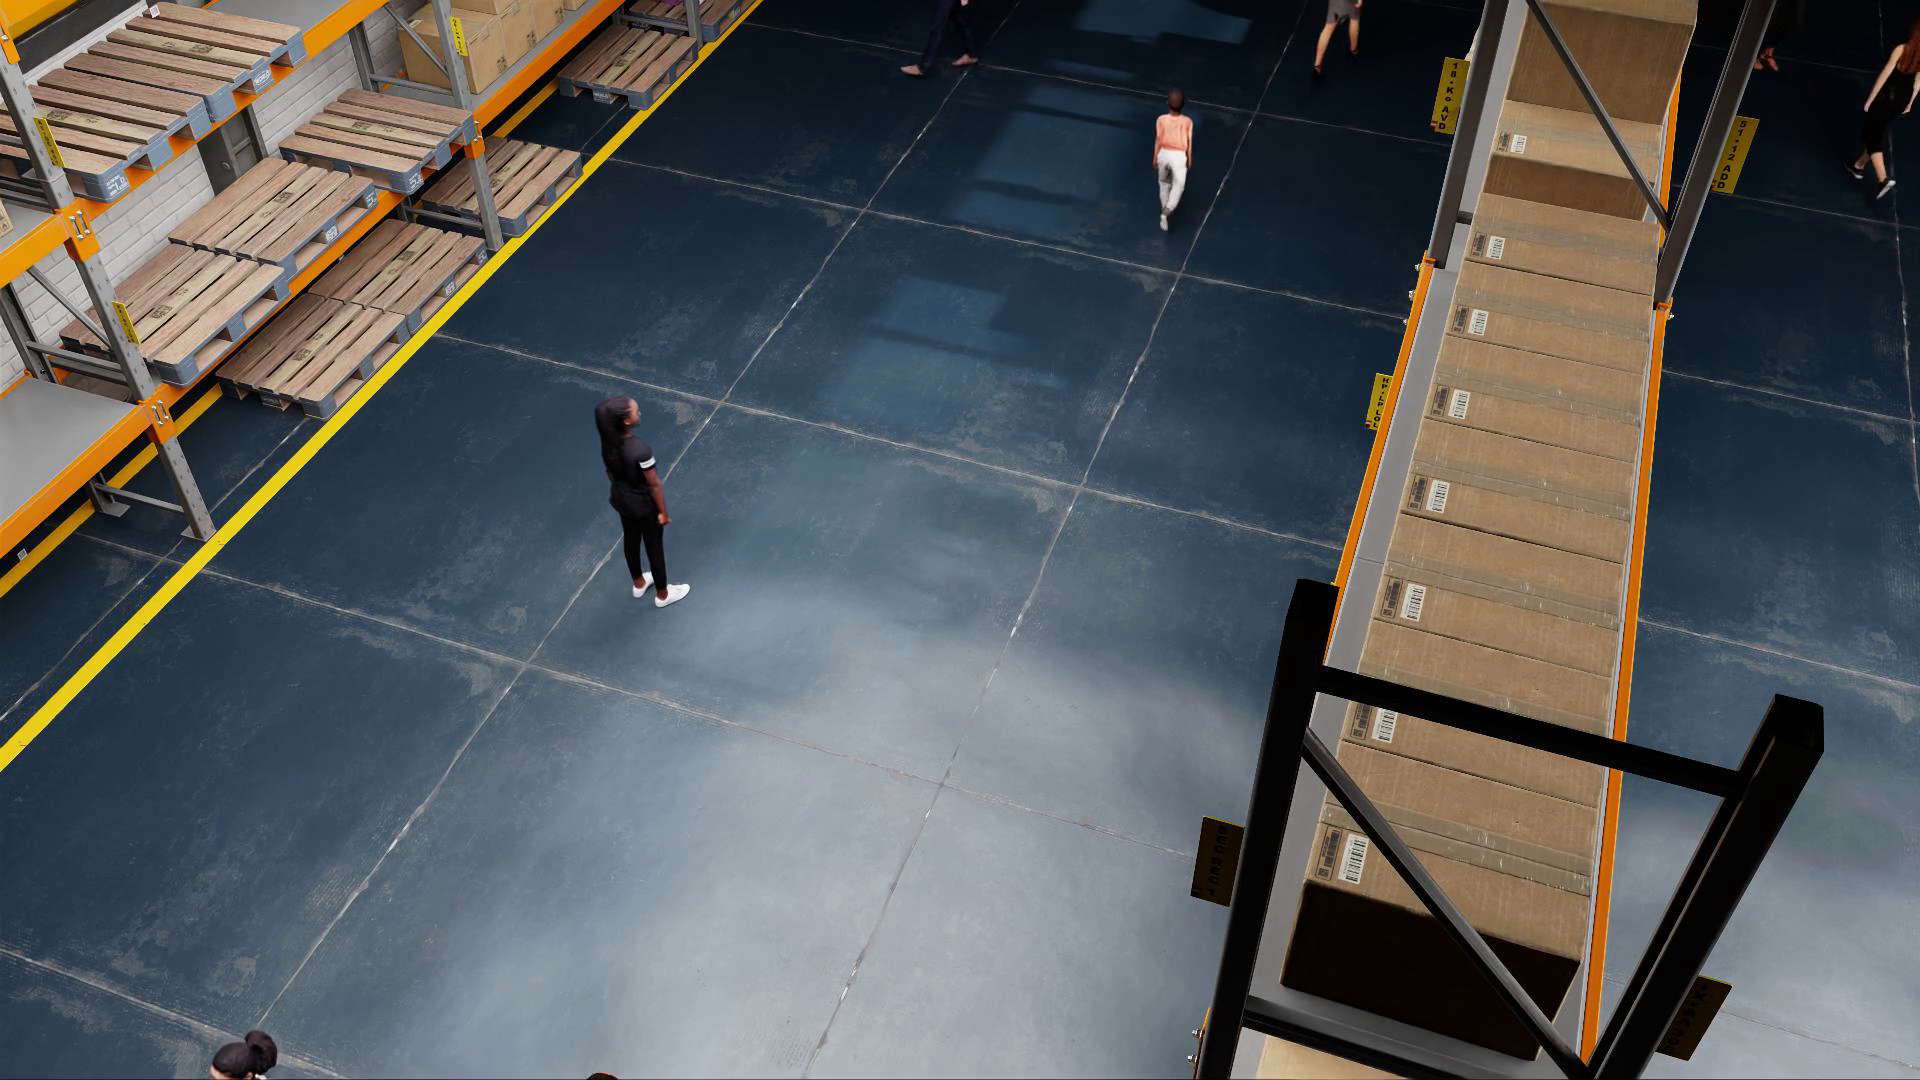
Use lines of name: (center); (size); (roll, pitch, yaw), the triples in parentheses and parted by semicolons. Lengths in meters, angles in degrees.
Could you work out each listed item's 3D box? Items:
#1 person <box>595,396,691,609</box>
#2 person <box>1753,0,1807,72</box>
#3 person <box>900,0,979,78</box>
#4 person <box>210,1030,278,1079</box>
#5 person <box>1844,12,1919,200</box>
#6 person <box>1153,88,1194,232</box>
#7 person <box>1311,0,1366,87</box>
person: (-2.163, -0.257, 11.165); (0.672, 1.732, 0.661); (27, 50, 26)
person: (8.261, -5.637, 16.753); (0.775, 1.814, 0.817); (-11, 45, -11)
person: (-0.024, -5.549, 16.666); (1.222, 1.806, 1.173); (-17, 46, -17)
person: (-3.193, 2.875, 7.854); (0.625, 1.764, 0.596); (21, 47, 21)
person: (8.445, -3.908, 15.019); (0.906, 1.701, 1.126); (-6, 44, -7)
person: (1.884, -3.370, 14.748); (0.507, 1.297, 0.806); (11, 45, 11)
person: (3.766, -5.371, 16.491); (0.895, 1.791, 1.219); (31, 52, 28)
